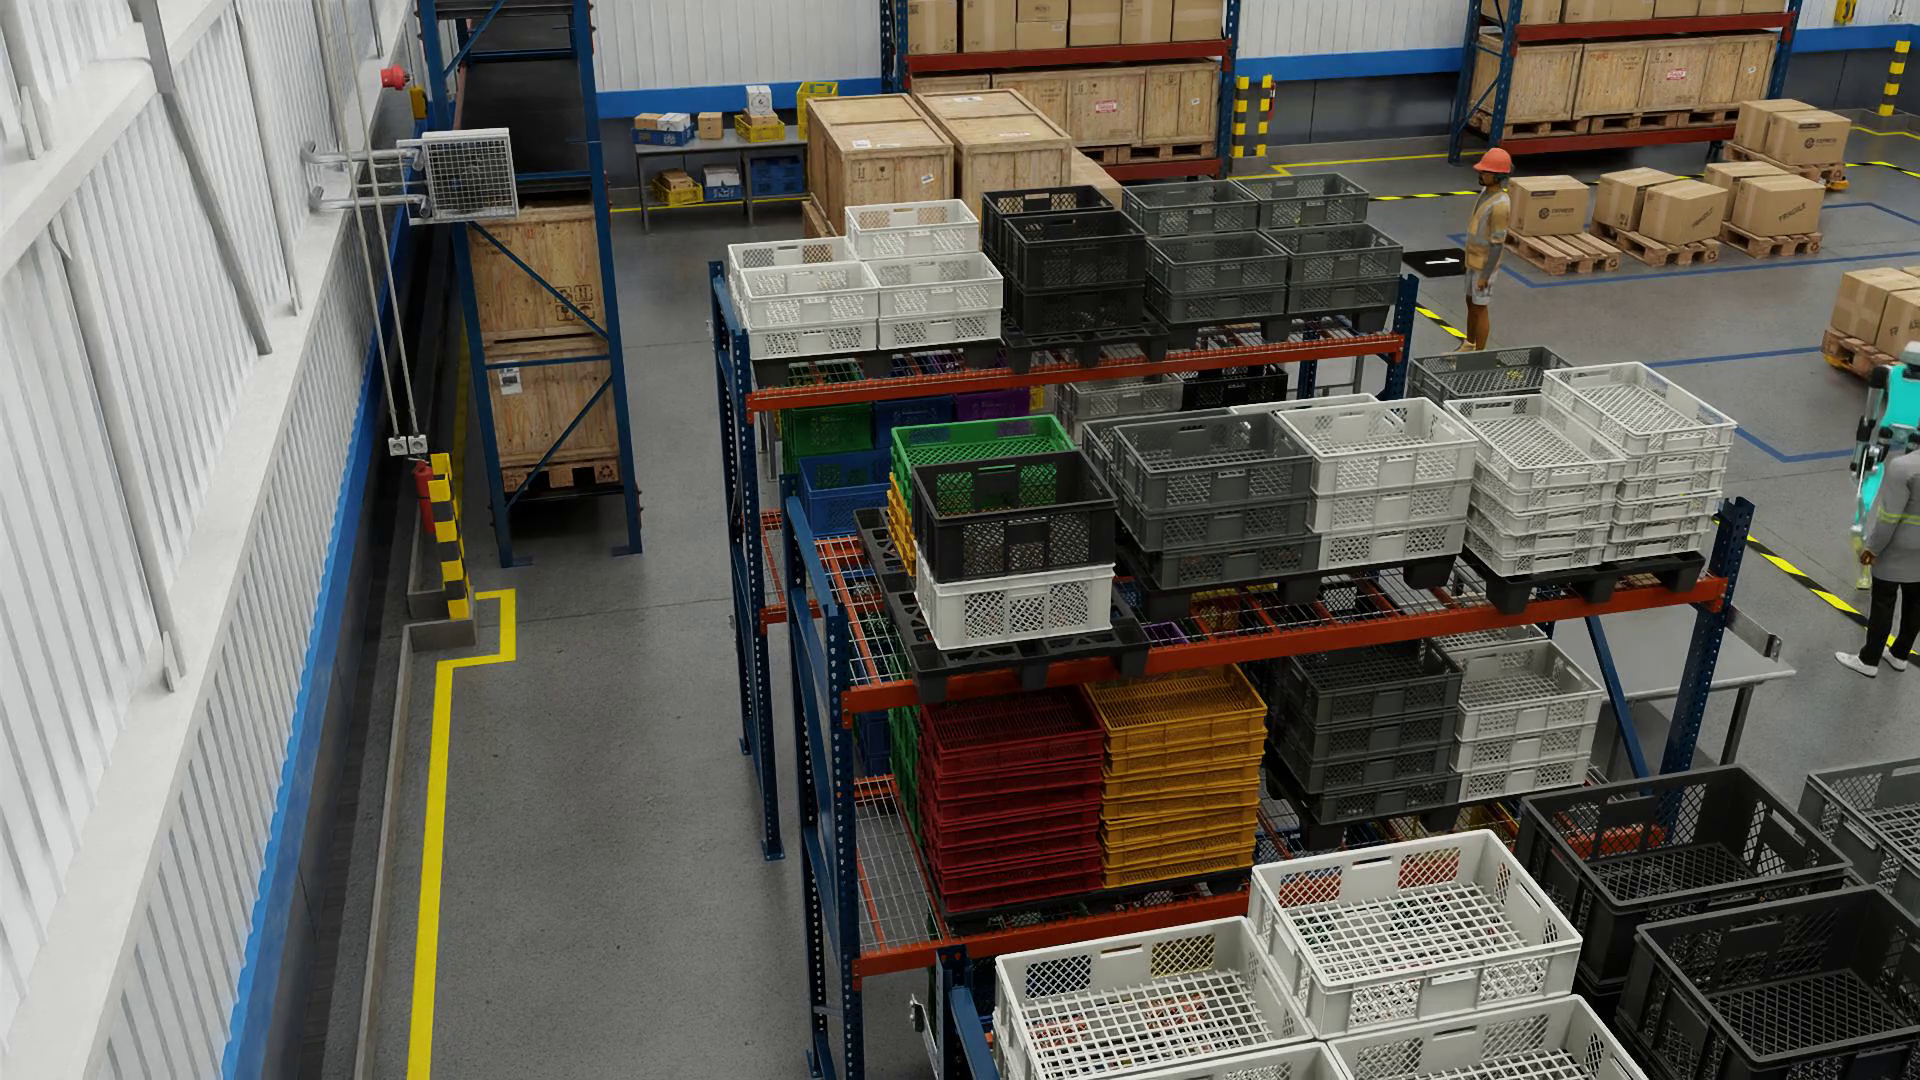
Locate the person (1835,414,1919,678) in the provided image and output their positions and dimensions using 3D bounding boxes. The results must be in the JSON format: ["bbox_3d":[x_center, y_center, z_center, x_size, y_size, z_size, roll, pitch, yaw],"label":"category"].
[{"bbox_3d":[5.888,-0.006,10.364,0.590,1.848,0.401,-6,28,-12],"label":"person"}]

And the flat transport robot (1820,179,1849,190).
[{"bbox_3d":[10.134,-4.473,20.502,1.431,0.197,0.652,-6,28,-12],"label":"flat transport robot"}]

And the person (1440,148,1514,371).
[{"bbox_3d":[4.640,-2.483,14.853,0.366,2.048,0.606,0,28,1],"label":"person"}]

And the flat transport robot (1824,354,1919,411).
[{"bbox_3d":[8.473,-1.467,14.799,0.652,0.197,1.431,-6,28,-12],"label":"flat transport robot"}]

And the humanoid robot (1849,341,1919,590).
[{"bbox_3d":[6.308,-0.434,11.276,0.530,1.731,0.983,15,31,27],"label":"humanoid robot"}]

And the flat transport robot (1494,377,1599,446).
[{"bbox_3d":[4.780,-1.036,14.013,0.659,0.231,1.431,-6,28,-12],"label":"flat transport robot"}]
